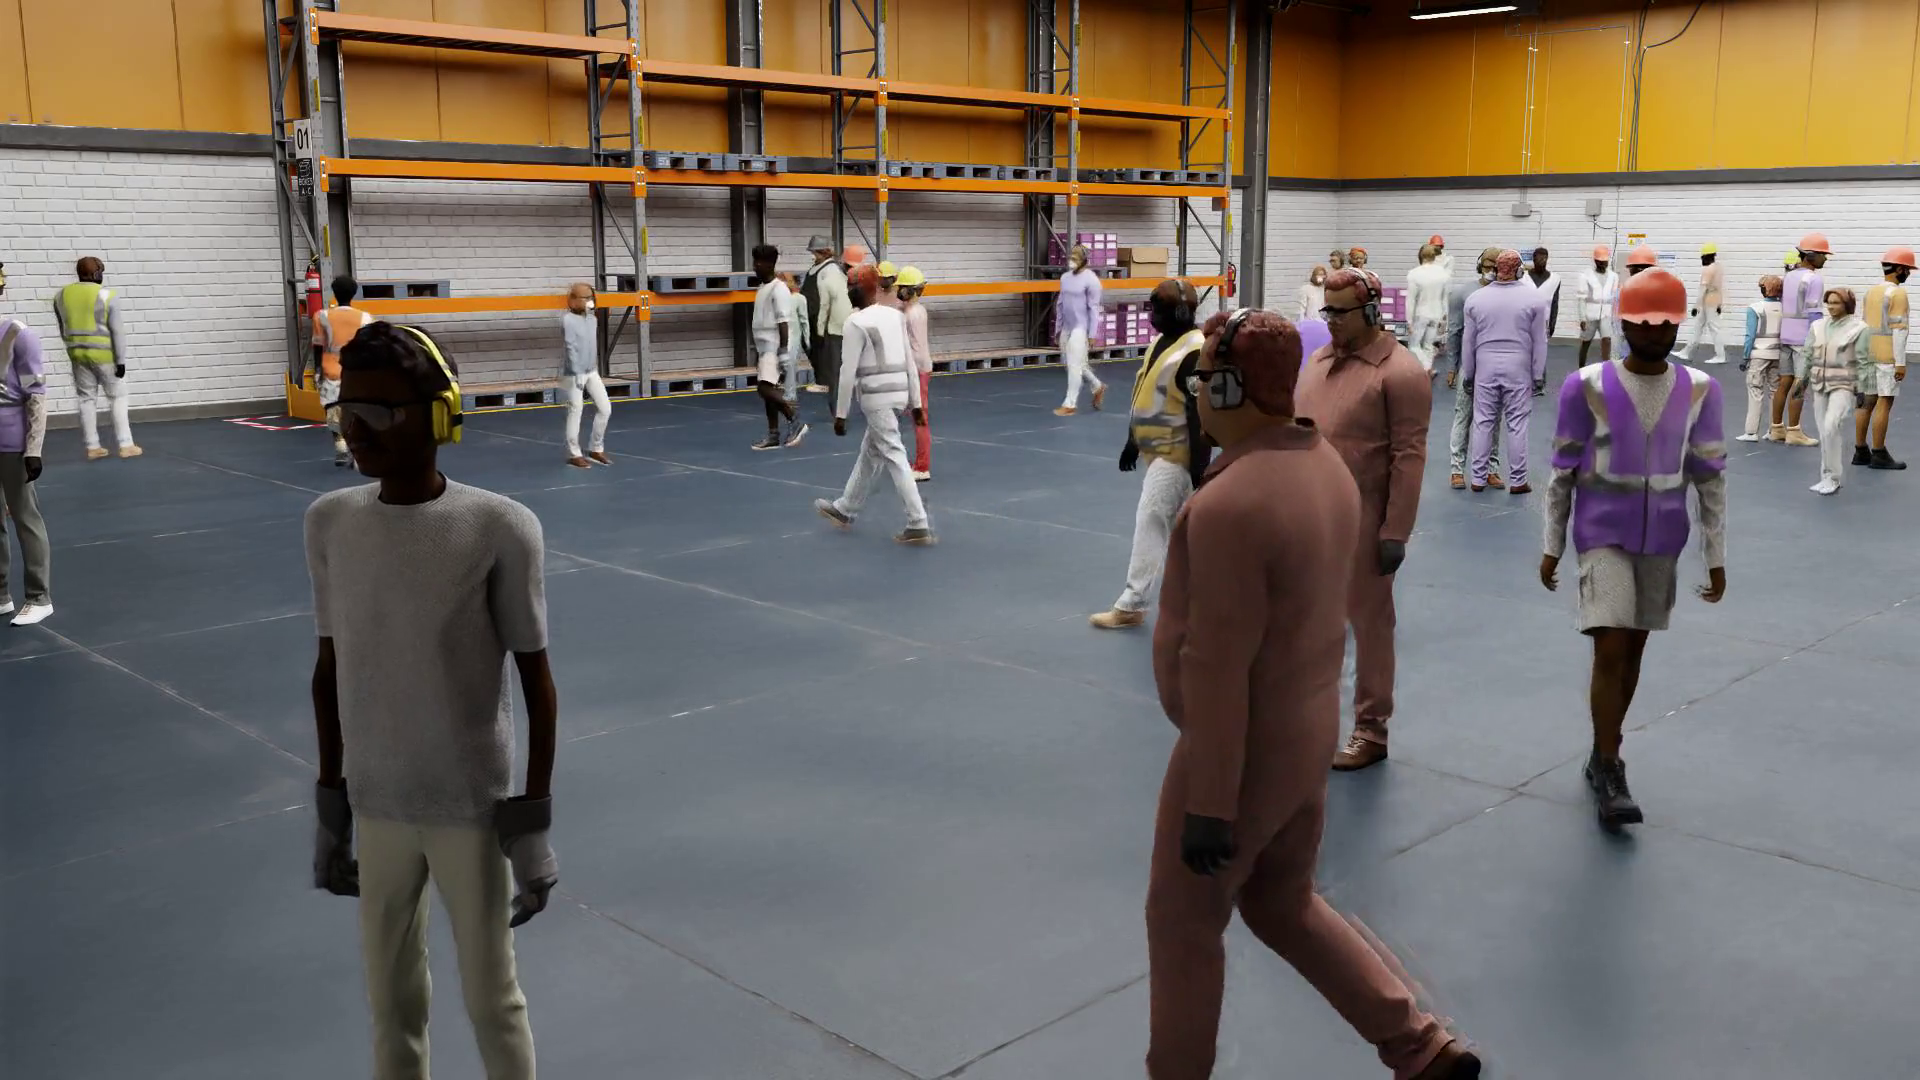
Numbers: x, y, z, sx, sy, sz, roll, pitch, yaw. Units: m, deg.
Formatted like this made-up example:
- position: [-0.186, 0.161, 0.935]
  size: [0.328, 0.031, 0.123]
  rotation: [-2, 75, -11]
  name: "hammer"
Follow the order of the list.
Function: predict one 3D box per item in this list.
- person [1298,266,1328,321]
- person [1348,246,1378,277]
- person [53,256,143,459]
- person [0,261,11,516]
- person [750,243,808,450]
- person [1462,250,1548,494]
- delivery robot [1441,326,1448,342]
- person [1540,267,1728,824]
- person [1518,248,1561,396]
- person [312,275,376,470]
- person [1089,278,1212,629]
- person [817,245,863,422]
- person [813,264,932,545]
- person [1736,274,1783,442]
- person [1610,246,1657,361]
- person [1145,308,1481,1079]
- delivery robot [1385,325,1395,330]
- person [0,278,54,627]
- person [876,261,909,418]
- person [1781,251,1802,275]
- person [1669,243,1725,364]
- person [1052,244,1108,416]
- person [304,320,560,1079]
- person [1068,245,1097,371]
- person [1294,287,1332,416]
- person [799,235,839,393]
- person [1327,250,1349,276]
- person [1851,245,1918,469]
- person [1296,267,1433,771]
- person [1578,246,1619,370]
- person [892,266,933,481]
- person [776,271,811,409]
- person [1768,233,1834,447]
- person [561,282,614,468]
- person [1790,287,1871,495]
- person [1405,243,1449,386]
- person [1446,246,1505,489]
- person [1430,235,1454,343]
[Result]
- position: [5.060, -3.114, 23.727]
  size: [0.509, 1.601, 0.818]
  rotation: [0, 10, 0]
  name: "person"
- position: [4.924, -2.713, 20.770]
  size: [0.575, 1.883, 0.362]
  rotation: [0, 10, -2]
  name: "person"
- position: [-7.843, -1.647, 15.084]
  size: [0.642, 1.839, 0.452]
  rotation: [0, 10, 2]
  name: "person"
- position: [-7.005, -1.109, 12.060]
  size: [0.311, 1.869, 0.530]
  rotation: [-3, 11, -15]
  name: "person"
- position: [-1.774, -1.806, 15.657]
  size: [0.434, 1.952, 0.602]
  rotation: [-4, 11, -23]
  name: "person"
- position: [4.272, -1.313, 13.067]
  size: [0.639, 1.910, 0.407]
  rotation: [5, 12, 27]
  name: "person"
- position: [8.311, -3.614, 29.048]
  size: [0.707, 0.478, 0.477]
  rotation: [2, 10, 8]
  name: "delivery robot"
- position: [2.361, 0.030, 5.736]
  size: [0.573, 1.904, 0.860]
  rotation: [1, 10, 4]
  name: "person"
- position: [7.364, -2.804, 21.335]
  size: [0.594, 1.869, 1.019]
  rotation: [3, 11, 14]
  name: "person"
- position: [-5.287, -1.438, 14.345]
  size: [0.561, 1.683, 0.358]
  rotation: [-5, 11, -24]
  name: "person"
- position: [1.086, -0.453, 8.660]
  size: [0.828, 1.810, 0.625]
  rotation: [-2, 11, -9]
  name: "person"
- position: [-1.248, -2.273, 18.328]
  size: [0.631, 1.919, 1.023]
  rotation: [-2, 11, -12]
  name: "person"
- position: [-0.607, -0.891, 10.981]
  size: [1.062, 1.819, 0.602]
  rotation: [6, 12, 31]
  name: "person"
- position: [7.893, -1.771, 16.298]
  size: [0.523, 1.639, 0.306]
  rotation: [-2, 11, -13]
  name: "person"
- position: [5.951, -1.609, 14.664]
  size: [0.562, 1.921, 0.448]
  rotation: [-1, 10, -7]
  name: "person"
- position: [0.691, 0.452, 3.542]
  size: [0.776, 1.880, 0.661]
  rotation: [6, 12, 31]
  name: "person"
- position: [7.638, -3.670, 29.354]
  size: [0.707, 0.478, 0.477]
  rotation: [6, 12, 29]
  name: "delivery robot"
- position: [-5.014, -0.510, 8.637]
  size: [0.588, 1.927, 0.370]
  rotation: [3, 11, 14]
  name: "person"
- position: [-0.780, -2.148, 18.084]
  size: [0.543, 1.728, 0.820]
  rotation: [4, 11, 22]
  name: "person"
- position: [12.414, -3.368, 24.604]
  size: [0.602, 1.797, 0.815]
  rotation: [-10, 14, -43]
  name: "person"
- position: [11.743, -3.740, 26.349]
  size: [0.940, 1.880, 0.620]
  rotation: [8, 13, 36]
  name: "person"
- position: [1.370, -2.367, 18.777]
  size: [0.795, 1.921, 0.633]
  rotation: [-7, 12, -32]
  name: "person"
- position: [-1.003, 0.524, 3.151]
  size: [0.515, 1.872, 0.333]
  rotation: [2, 11, 13]
  name: "person"
- position: [1.819, -3.466, 24.899]
  size: [0.328, 1.876, 0.513]
  rotation: [-9, 14, -40]
  name: "person"
- position: [2.247, -0.755, 10.348]
  size: [0.979, 1.798, 0.580]
  rotation: [-10, 15, -44]
  name: "person"
- position: [-1.824, -2.923, 21.483]
  size: [0.539, 2.000, 0.704]
  rotation: [-5, 12, -26]
  name: "person"
- position: [5.501, -3.284, 24.091]
  size: [0.684, 1.805, 0.513]
  rotation: [-6, 12, -31]
  name: "person"
- position: [8.070, -1.585, 14.477]
  size: [0.370, 1.935, 0.543]
  rotation: [0, 10, -2]
  name: "person"
- position: [1.466, -0.081, 6.367]
  size: [0.407, 1.903, 0.639]
  rotation: [-6, 12, -29]
  name: "person"
- position: [8.614, -3.015, 22.440]
  size: [0.556, 1.870, 1.005]
  rotation: [0, 10, 0]
  name: "person"
- position: [-0.392, -1.363, 13.727]
  size: [0.325, 1.769, 0.524]
  rotation: [0, 10, 2]
  name: "person"
- position: [-2.041, -2.292, 19.204]
  size: [0.532, 1.602, 0.759]
  rotation: [4, 11, 20]
  name: "person"
- position: [8.113, -1.919, 16.010]
  size: [0.390, 2.039, 0.612]
  rotation: [-1, 10, -3]
  name: "person"
- position: [-3.240, -1.420, 14.447]
  size: [0.499, 1.615, 0.505]
  rotation: [5, 12, 27]
  name: "person"
- position: [6.802, -1.162, 13.036]
  size: [0.537, 1.623, 0.535]
  rotation: [-4, 11, -21]
  name: "person"
- position: [5.991, -2.831, 21.312]
  size: [0.635, 1.922, 0.596]
  rotation: [-4, 11, -19]
  name: "person"
- position: [4.195, -1.367, 13.294]
  size: [0.627, 1.933, 0.371]
  rotation: [0, 10, 1]
  name: "person"
- position: [8.946, -4.709, 31.268]
  size: [0.611, 2.031, 0.417]
  rotation: [4, 11, 22]
  name: "person"
